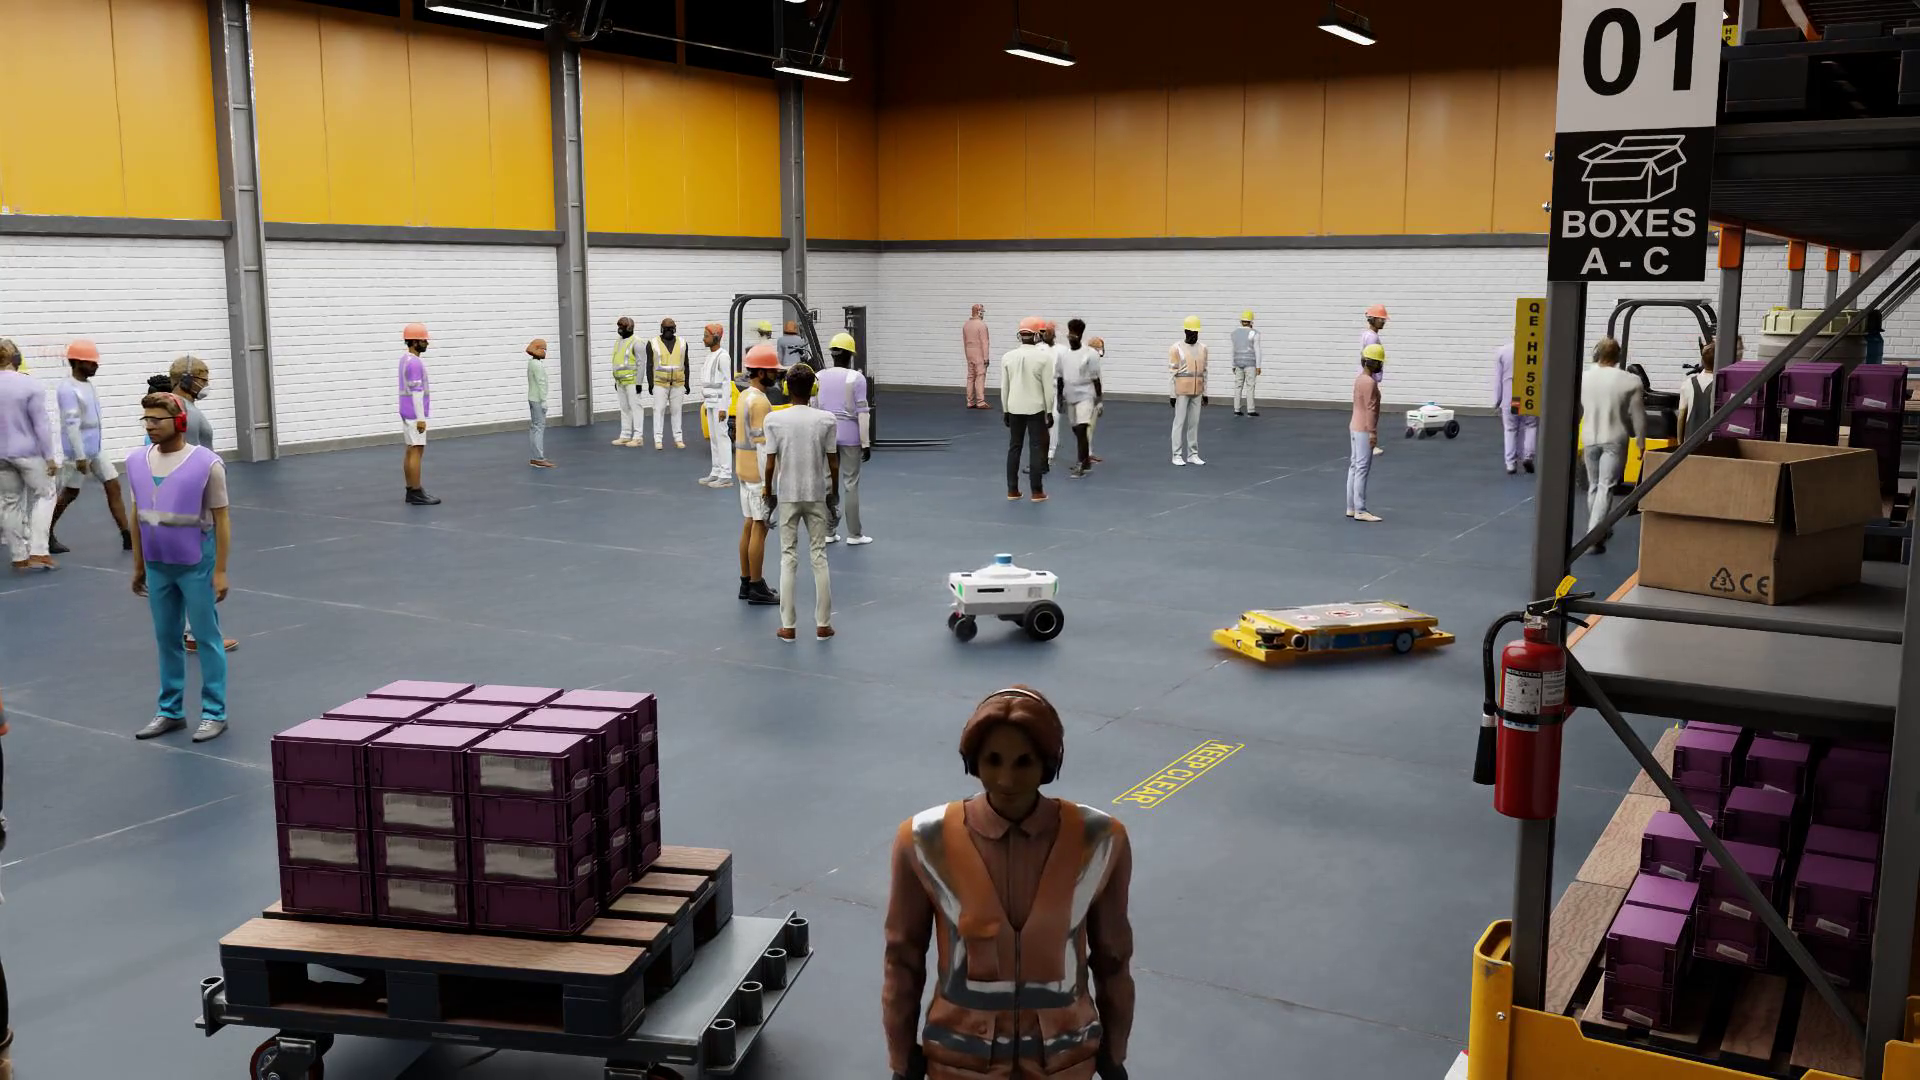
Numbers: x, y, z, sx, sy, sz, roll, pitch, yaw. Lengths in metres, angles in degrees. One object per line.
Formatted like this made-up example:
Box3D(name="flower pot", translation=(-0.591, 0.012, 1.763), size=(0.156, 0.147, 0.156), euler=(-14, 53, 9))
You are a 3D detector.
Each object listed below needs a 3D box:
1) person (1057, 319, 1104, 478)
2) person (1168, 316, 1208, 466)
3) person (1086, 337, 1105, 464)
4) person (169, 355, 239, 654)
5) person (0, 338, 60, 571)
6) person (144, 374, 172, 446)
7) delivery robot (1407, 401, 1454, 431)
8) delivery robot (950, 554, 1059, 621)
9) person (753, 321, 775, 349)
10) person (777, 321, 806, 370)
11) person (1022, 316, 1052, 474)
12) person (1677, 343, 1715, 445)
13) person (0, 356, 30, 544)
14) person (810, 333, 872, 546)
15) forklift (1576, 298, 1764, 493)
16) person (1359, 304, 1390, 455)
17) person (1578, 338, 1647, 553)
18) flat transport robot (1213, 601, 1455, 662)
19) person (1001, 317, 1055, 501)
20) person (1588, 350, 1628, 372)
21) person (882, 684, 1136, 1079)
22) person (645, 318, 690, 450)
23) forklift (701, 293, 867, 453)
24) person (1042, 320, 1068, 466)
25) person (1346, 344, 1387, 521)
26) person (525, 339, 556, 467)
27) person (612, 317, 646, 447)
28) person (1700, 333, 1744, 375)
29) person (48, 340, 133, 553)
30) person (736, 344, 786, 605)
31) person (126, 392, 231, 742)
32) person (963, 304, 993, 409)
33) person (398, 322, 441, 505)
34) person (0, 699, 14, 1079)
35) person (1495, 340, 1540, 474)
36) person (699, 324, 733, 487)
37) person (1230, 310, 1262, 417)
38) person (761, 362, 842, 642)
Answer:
Box3D(name="person", translation=(1.463, -1.727, 20.233), size=(0.737, 1.923, 0.666), euler=(-9, 13, -44))
Box3D(name="person", translation=(2.937, -1.905, 21.294), size=(0.583, 1.921, 0.390), euler=(-5, 10, -29))
Box3D(name="person", translation=(1.724, -1.805, 21.553), size=(0.280, 1.631, 0.504), euler=(3, 9, 16))
Box3D(name="person", translation=(-4.988, -0.230, 10.791), size=(0.370, 1.934, 0.627), euler=(-7, 11, -36))
Box3D(name="person", translation=(-7.728, -0.685, 13.648), size=(0.672, 1.929, 0.450), euler=(1, 9, 4))
Box3D(name="person", translation=(-6.003, -0.409, 12.643), size=(0.535, 1.697, 0.318), euler=(8, 12, 43))
Box3D(name="delivery robot", translation=(7.012, -1.832, 24.785), size=(0.707, 0.478, 0.477), euler=(-5, 11, -29))
Box3D(name="delivery robot", translation=(0.291, 0.336, 11.228), size=(0.707, 0.478, 0.477), euler=(-1, 8, -11))
Box3D(name="person", translation=(-3.098, -2.559, 25.982), size=(0.894, 1.725, 0.526), euler=(-6, 11, -34))
Box3D(name="person", translation=(-2.947, -3.017, 29.119), size=(0.506, 1.633, 0.279), euler=(0, 9, -1))
Box3D(name="person", translation=(0.942, -1.777, 20.429), size=(0.370, 1.939, 0.543), euler=(3, 9, 16))
Box3D(name="person", translation=(6.592, -0.810, 14.688), size=(0.325, 1.842, 0.517), euler=(-8, 12, -41))
Box3D(name="person", translation=(-8.595, -0.830, 15.163), size=(0.326, 1.733, 0.487), euler=(0, 9, -1))
Box3D(name="person", translation=(-1.067, -0.906, 15.061), size=(0.585, 1.918, 0.381), euler=(4, 10, 26))
Box3D(name="forklift", translation=(7.954, -1.589, 18.462), size=(2.313, 2.155, 1.214), euler=(5, 11, 30))
Box3D(name="person", translation=(5.609, -2.171, 22.572), size=(0.385, 2.037, 0.615), euler=(1, 9, 7))
Box3D(name="person", translation=(5.755, -0.850, 14.826), size=(0.643, 1.896, 0.993), euler=(8, 12, 40))
Box3D(name="flat transport robot", translation=(2.448, 0.584, 10.883), size=(1.431, 0.197, 0.652), euler=(-3, 10, -21))
Box3D(name="person", translation=(0.741, -1.409, 18.006), size=(0.619, 1.988, 0.406), euler=(5, 10, 28))
Box3D(name="person", translation=(7.851, -1.592, 20.231), size=(0.524, 1.632, 0.411), euler=(8, 12, 41))
Box3D(name="person", translation=(0.102, 1.097, 3.434), size=(0.523, 1.636, 0.311), euler=(-1, 9, -3))
Box3D(name="person", translation=(-4.077, -2.183, 23.289), size=(0.621, 1.838, 0.429), euler=(-4, 10, -24))
Box3D(name="forklift", translation=(-2.458, -2.344, 23.176), size=(2.313, 2.155, 1.214), euler=(0, 9, -2))
Box3D(name="person", translation=(1.187, -1.886, 21.338), size=(0.594, 1.863, 0.549), euler=(5, 10, 26))
Box3D(name="person", translation=(4.059, -1.069, 16.579), size=(0.335, 1.759, 0.523), euler=(0, 9, 0))
Box3D(name="person", translation=(-5.358, -1.743, 21.171), size=(0.288, 1.633, 0.497), euler=(-5, 10, -29))
Box3D(name="person", translation=(-4.730, -2.250, 23.683), size=(0.430, 1.845, 0.619), euler=(-9, 13, -44))
Box3D(name="person", translation=(7.099, -0.962, 15.445), size=(0.648, 1.907, 0.404), euler=(-7, 12, -38))
Box3D(name="person", translation=(-7.701, -0.814, 14.603), size=(1.005, 1.881, 0.555), euler=(0, 9, -1))
Box3D(name="person", translation=(-1.473, -0.488, 12.393), size=(0.373, 1.934, 0.552), euler=(-4, 10, -21))
Box3D(name="person", translation=(-4.095, 0.138, 8.761), size=(0.564, 1.847, 0.389), euler=(2, 9, 14))
Box3D(name="person", translation=(0.332, -3.318, 30.147), size=(0.410, 1.909, 0.642), euler=(-7, 11, -37))
Box3D(name="person", translation=(-5.777, -1.343, 17.721), size=(0.377, 1.938, 0.547), euler=(-5, 10, -28))
Box3D(name="person", translation=(-3.040, 0.844, 4.825), size=(0.316, 1.695, 0.541), euler=(8, 12, 40))
Box3D(name="person", translation=(6.872, -1.738, 20.371), size=(0.641, 1.890, 0.435), euler=(4, 10, 24))
Box3D(name="person", translation=(-2.814, -1.549, 19.178), size=(0.346, 1.882, 0.584), euler=(-5, 10, -27))
Box3D(name="person", translation=(4.909, -3.013, 28.460), size=(0.600, 1.836, 0.404), euler=(8, 12, 41))
Box3D(name="person", translation=(-1.061, -0.251, 11.121), size=(0.536, 1.869, 0.314), euler=(-2, 9, -9))
